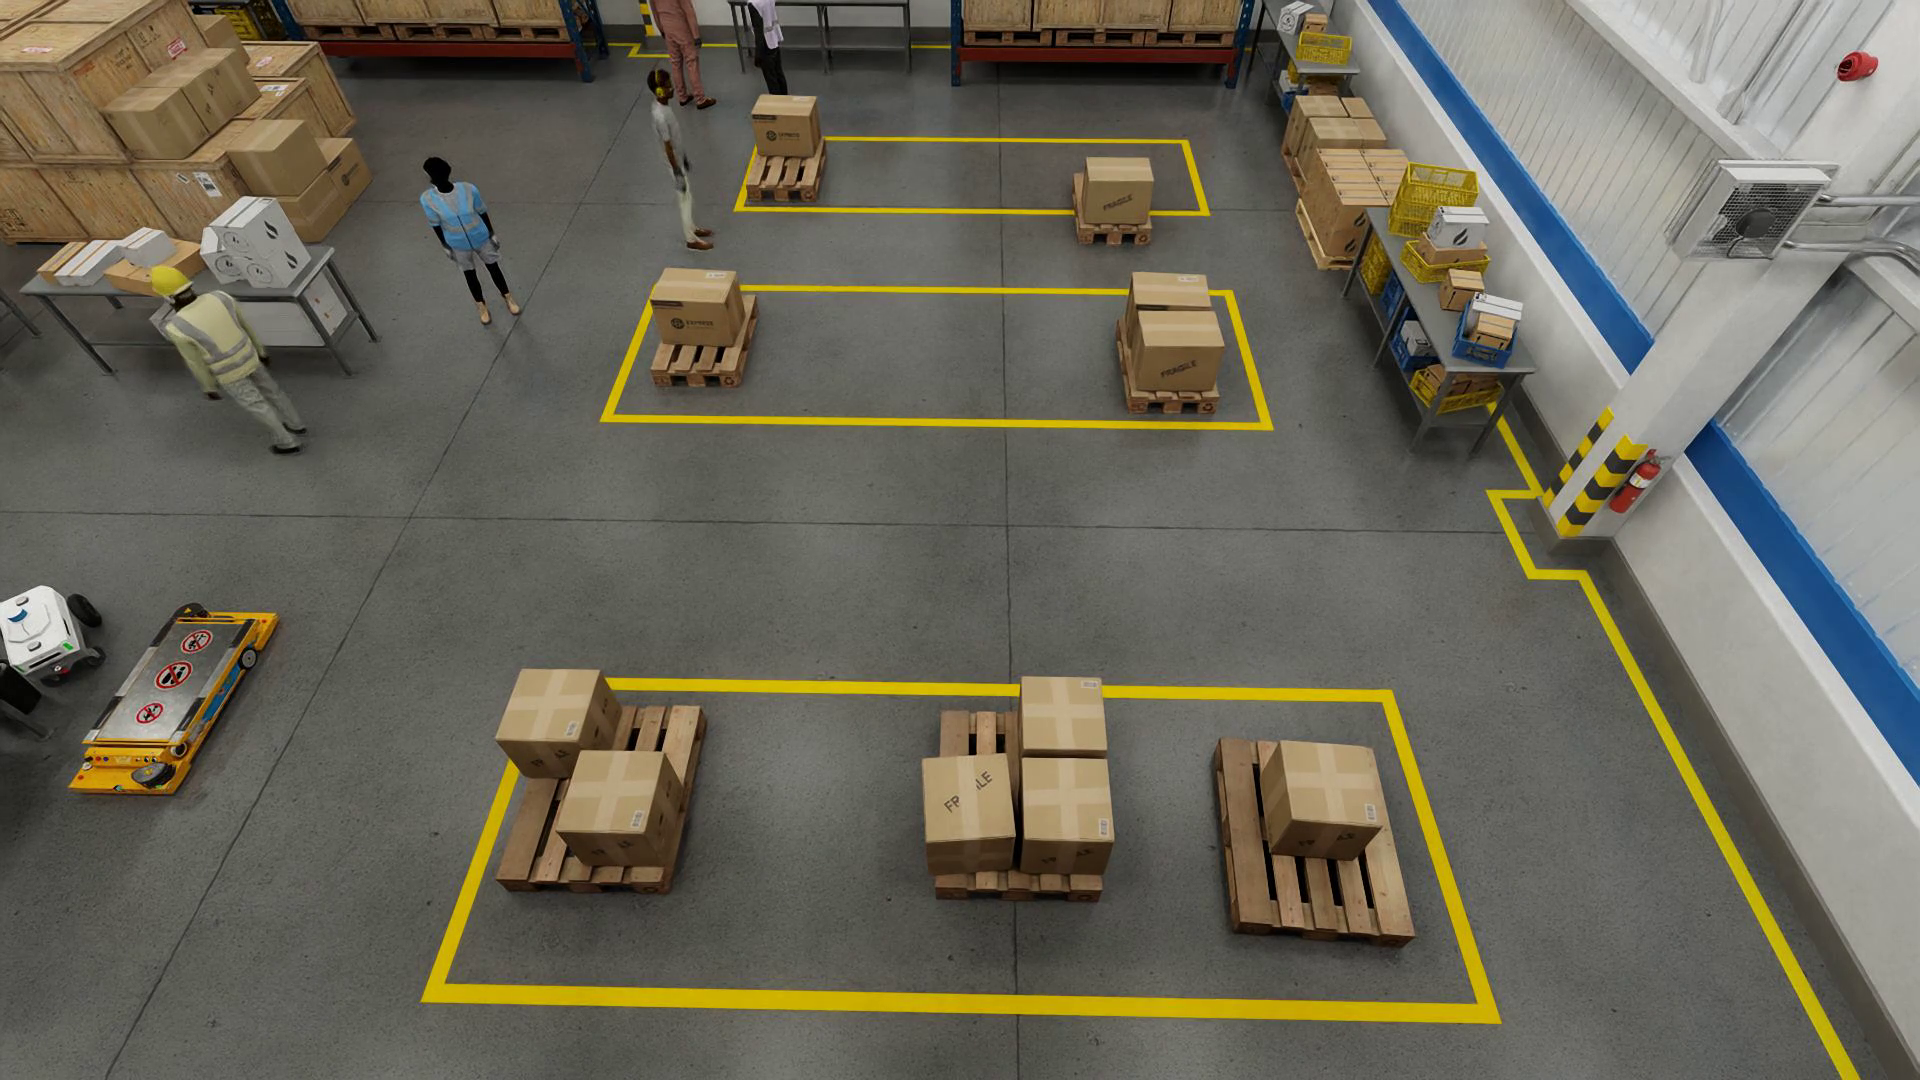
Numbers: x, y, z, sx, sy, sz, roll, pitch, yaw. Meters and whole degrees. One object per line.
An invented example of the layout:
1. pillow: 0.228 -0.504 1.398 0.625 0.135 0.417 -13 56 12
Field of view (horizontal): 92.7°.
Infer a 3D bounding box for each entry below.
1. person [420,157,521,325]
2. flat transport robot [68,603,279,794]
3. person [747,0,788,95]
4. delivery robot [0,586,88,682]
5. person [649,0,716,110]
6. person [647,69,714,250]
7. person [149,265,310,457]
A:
1. person: -4.747 -2.896 8.871 0.536 1.695 0.322 -24 54 -19
2. flat transport robot: -5.504 1.072 6.442 0.652 0.197 1.431 1 50 1
3. person: -2.432 -6.252 11.568 0.391 1.920 0.587 11 51 9
4. delivery robot: -6.579 0.657 6.550 0.477 0.478 0.707 -34 58 -25
5. person: -3.629 -6.622 11.889 0.651 1.906 0.403 21 53 17
6. person: -2.973 -3.989 9.686 0.340 1.869 0.512 -11 51 -9
7. person: -6.012 -1.453 7.568 0.407 1.832 0.593 9 50 8
